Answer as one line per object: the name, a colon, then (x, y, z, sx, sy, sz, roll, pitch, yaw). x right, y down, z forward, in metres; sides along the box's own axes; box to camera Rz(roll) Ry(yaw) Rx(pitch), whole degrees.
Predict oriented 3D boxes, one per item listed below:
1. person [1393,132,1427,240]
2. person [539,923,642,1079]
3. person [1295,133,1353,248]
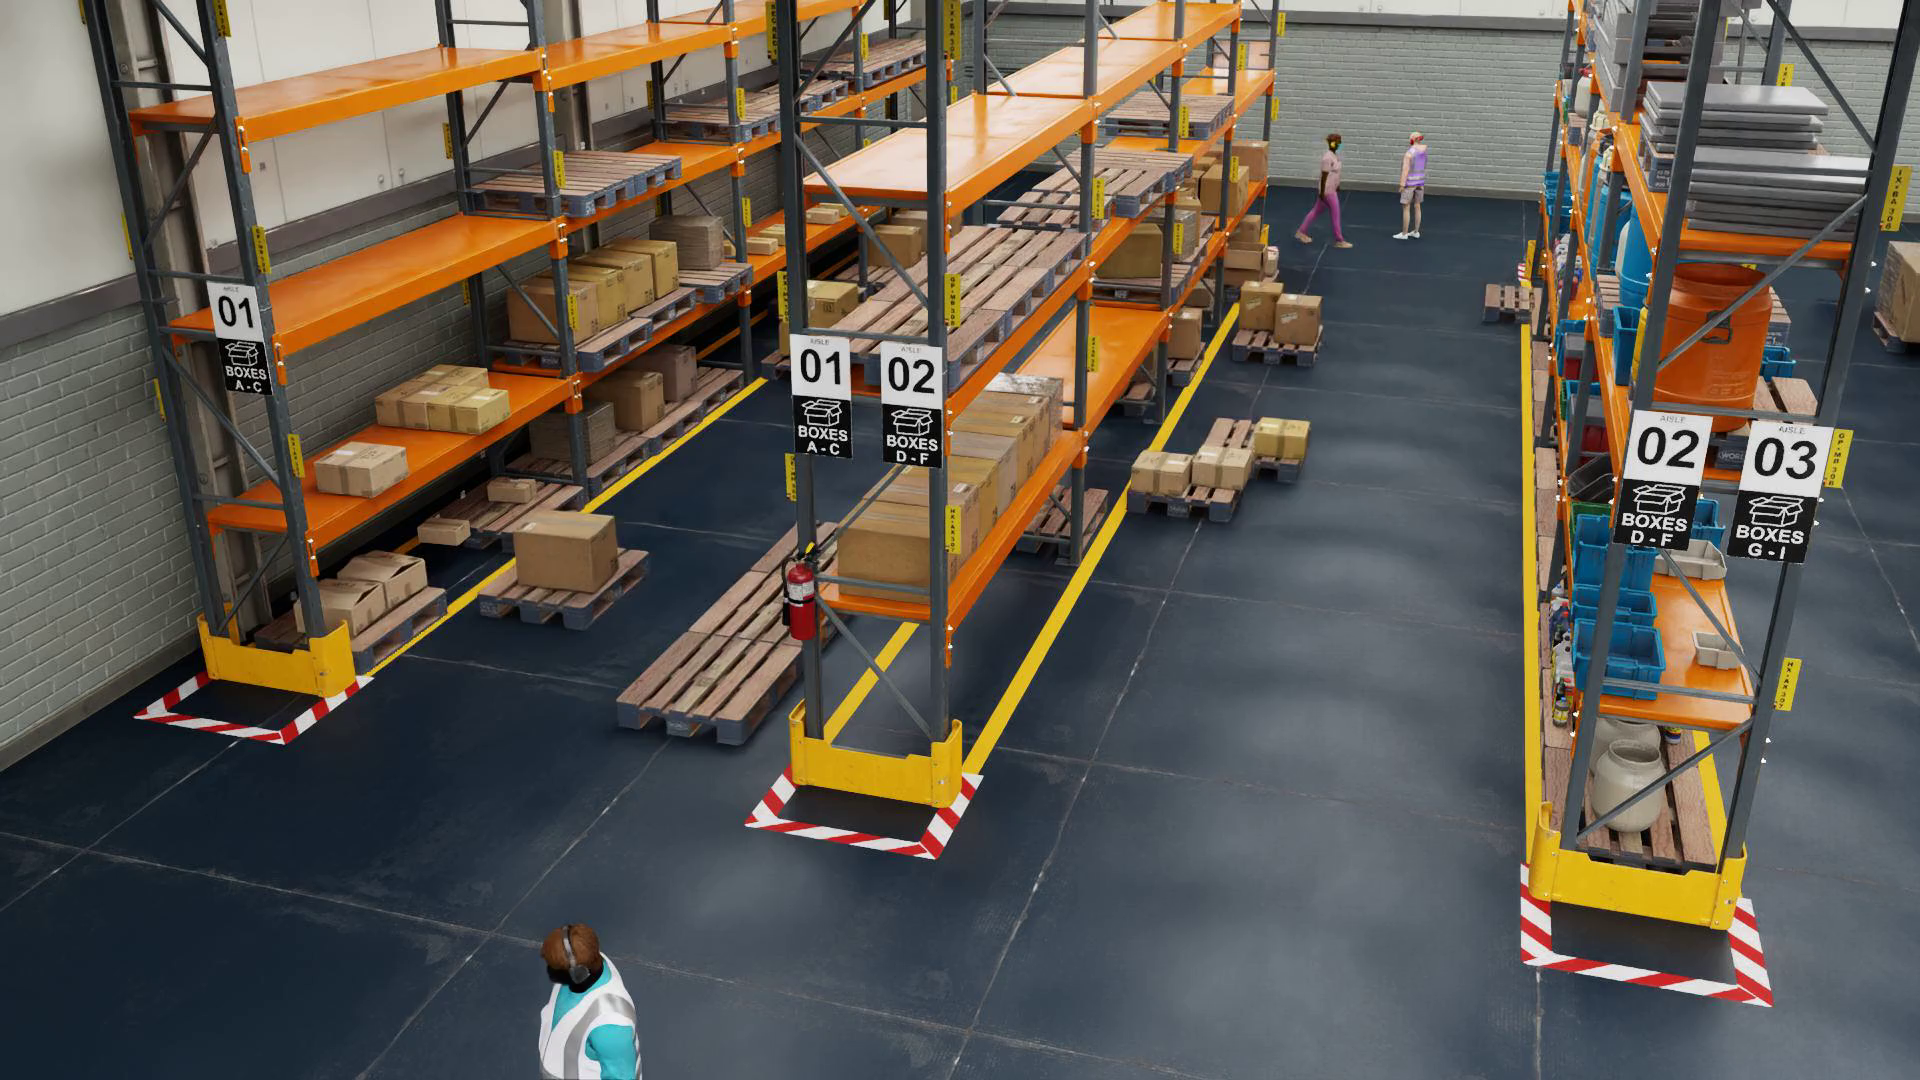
person: (7.182, -5.621, 26.418, 0.489, 1.688, 0.352, -14, 27, -29)
person: (-1.635, 2.486, 7.432, 0.431, 1.837, 0.622, -12, 26, -25)
person: (5.726, -5.475, 25.991, 0.933, 1.758, 0.527, 8, 25, 19)
